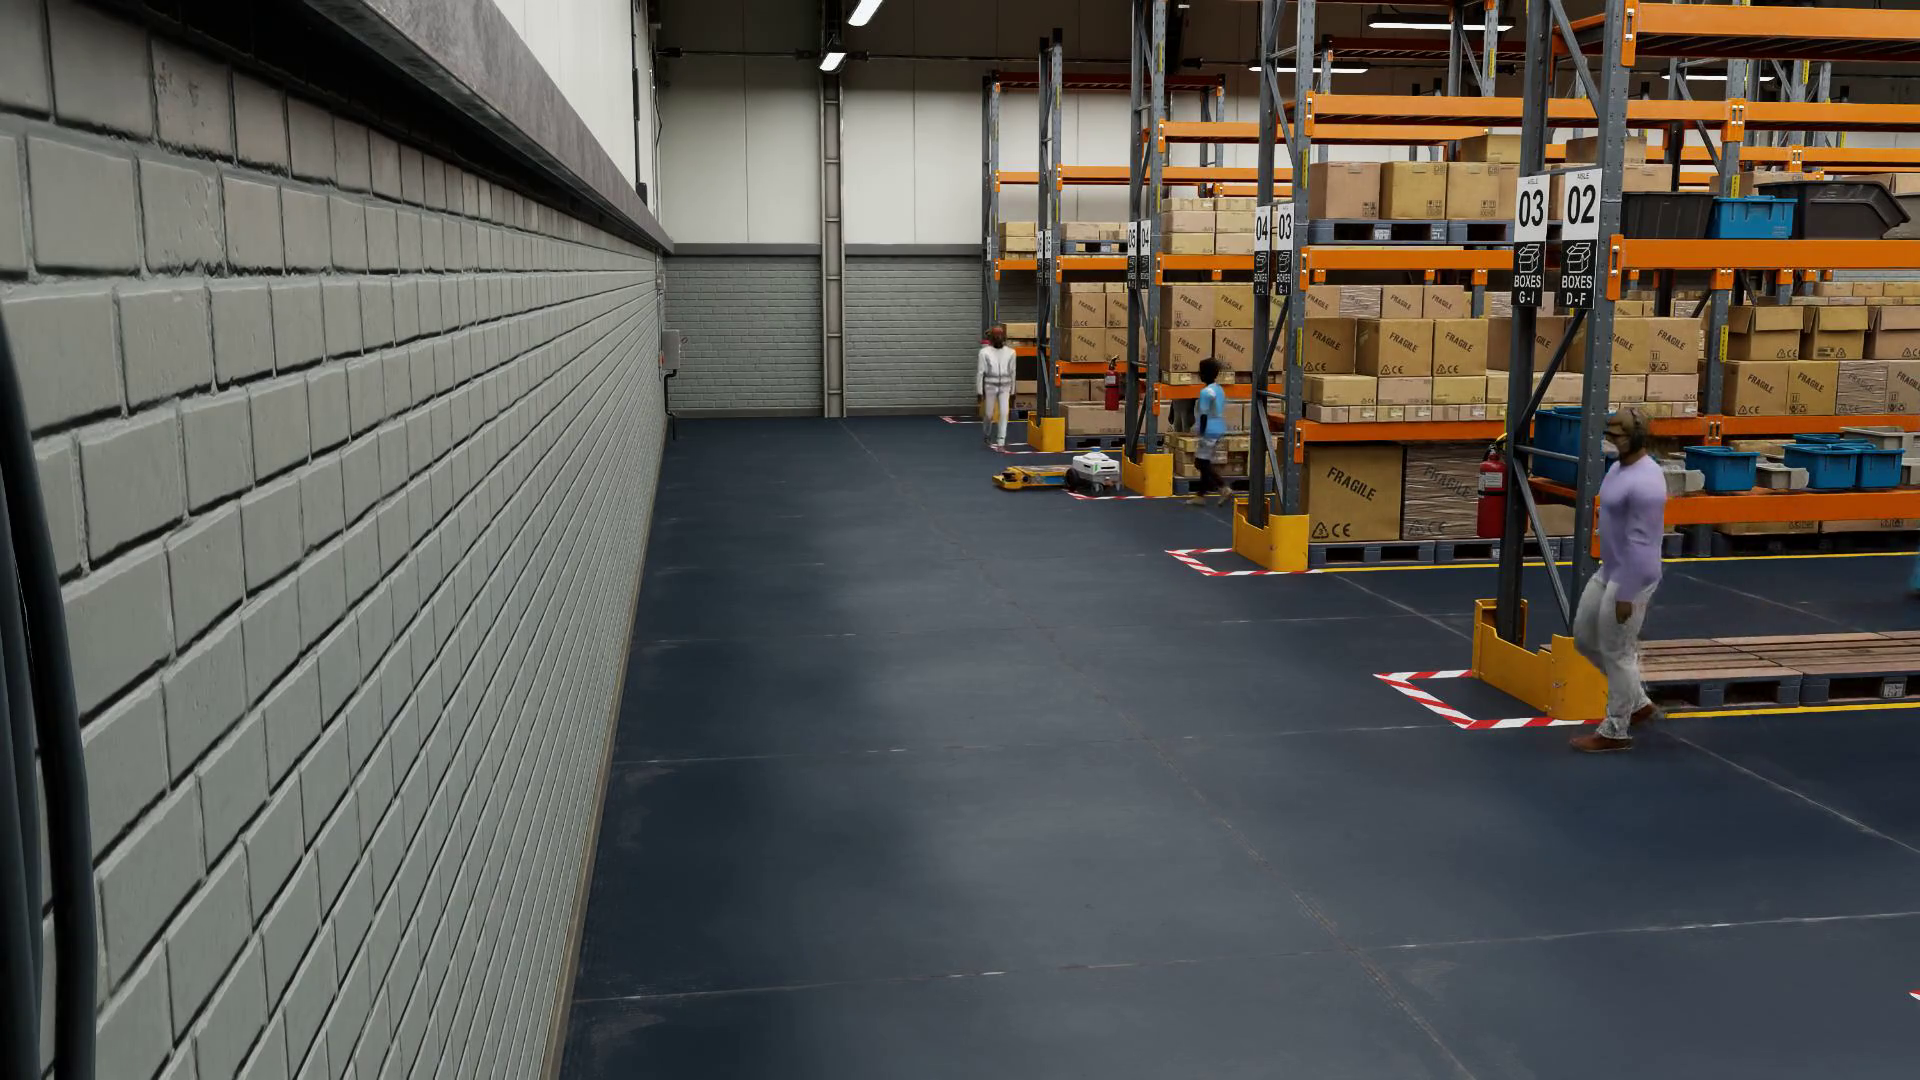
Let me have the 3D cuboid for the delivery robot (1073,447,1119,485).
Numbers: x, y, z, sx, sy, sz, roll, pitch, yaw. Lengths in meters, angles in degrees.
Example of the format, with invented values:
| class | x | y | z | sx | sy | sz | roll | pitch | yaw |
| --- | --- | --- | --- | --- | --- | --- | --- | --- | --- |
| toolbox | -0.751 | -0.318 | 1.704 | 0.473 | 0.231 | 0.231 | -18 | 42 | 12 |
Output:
| class | x | y | z | sx | sy | sz | roll | pitch | yaw |
| --- | --- | --- | --- | --- | --- | --- | --- | --- | --- |
| delivery robot | 1.617 | -0.867 | 19.780 | 0.477 | 0.478 | 0.707 | -3 | 10 | -19 |

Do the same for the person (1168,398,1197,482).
| class | x | y | z | sx | sy | sz | roll | pitch | yaw |
| --- | --- | --- | --- | --- | --- | --- | --- | --- | --- |
| person | 2.751 | -1.604 | 20.610 | 0.333 | 1.860 | 0.510 | -4 | 10 | -25 |

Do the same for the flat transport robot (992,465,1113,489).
| class | x | y | z | sx | sy | sz | roll | pitch | yaw |
| --- | --- | --- | --- | --- | --- | --- | --- | --- | --- |
| flat transport robot | 1.162 | -0.787 | 20.447 | 1.431 | 0.197 | 0.652 | -2 | 9 | -12 |

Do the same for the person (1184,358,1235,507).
| class | x | y | z | sx | sy | sz | roll | pitch | yaw |
| --- | --- | --- | --- | --- | --- | --- | --- | --- | --- |
| person | 2.794 | -1.179 | 18.522 | 0.609 | 1.687 | 0.540 | 5 | 11 | 29 |

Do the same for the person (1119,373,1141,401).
| class | x | y | z | sx | sy | sz | roll | pitch | yaw |
| --- | --- | --- | --- | --- | --- | --- | --- | --- | --- |
| person | 2.724 | -2.647 | 26.742 | 0.688 | 1.944 | 0.631 | -1 | 9 | -4 |

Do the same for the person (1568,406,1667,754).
| class | x | y | z | sx | sy | sz | roll | pitch | yaw |
| --- | --- | --- | --- | --- | --- | --- | --- | --- | --- |
| person | 3.592 | 0.231 | 9.053 | 0.416 | 1.928 | 0.657 | 1 | 9 | 7 |

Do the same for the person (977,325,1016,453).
| class | x | y | z | sx | sy | sz | roll | pitch | yaw |
| --- | --- | --- | --- | --- | --- | --- | --- | --- | --- |
| person | 0.529 | -2.214 | 24.378 | 0.581 | 1.865 | 0.695 | -1 | 9 | -9 |

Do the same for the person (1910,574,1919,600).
| class | x | y | z | sx | sy | sz | roll | pitch | yaw |
| --- | --- | --- | --- | --- | --- | --- | --- | --- | --- |
| person | 8.035 | -0.357 | 13.097 | 0.968 | 1.800 | 0.583 | 0 | 9 | 0 |
